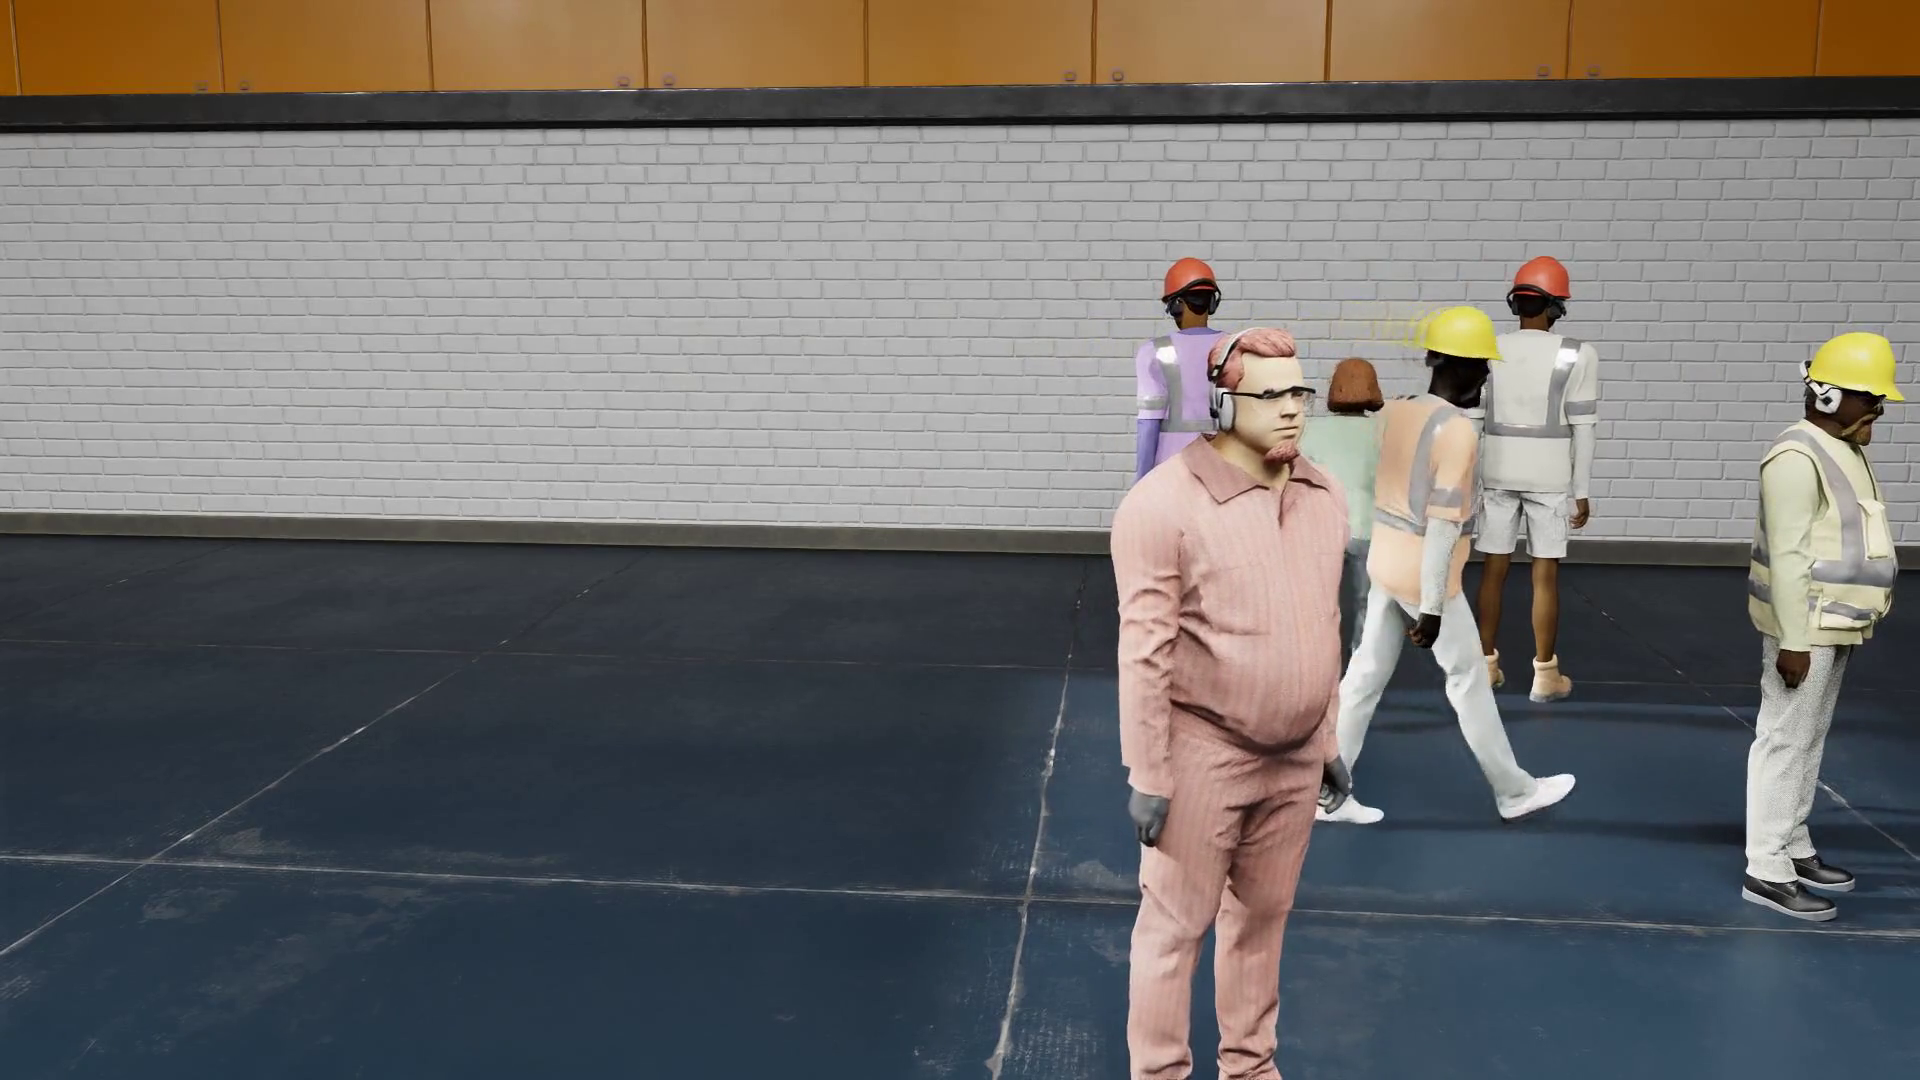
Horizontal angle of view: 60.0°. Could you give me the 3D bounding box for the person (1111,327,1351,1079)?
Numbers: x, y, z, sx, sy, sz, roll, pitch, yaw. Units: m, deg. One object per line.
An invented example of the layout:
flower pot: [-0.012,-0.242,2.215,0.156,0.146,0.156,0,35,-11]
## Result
person: [0.641,0.482,3.735,0.643,1.910,0.399,-6,12,-32]

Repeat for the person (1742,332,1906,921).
person: [2.710,0.260,5.248,0.403,1.822,0.589,8,13,39]

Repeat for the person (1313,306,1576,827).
person: [1.715,0.118,5.926,0.998,1.872,0.612,-2,10,-14]

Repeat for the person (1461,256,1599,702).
person: [2.624,-0.279,7.702,0.610,2.043,0.397,7,12,35]

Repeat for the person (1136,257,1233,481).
person: [1.095,-0.319,7.951,0.606,2.039,0.381,-3,10,-19]

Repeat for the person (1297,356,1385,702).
person: [1.700,0.001,7.357,0.516,1.614,0.619,5,11,27]
